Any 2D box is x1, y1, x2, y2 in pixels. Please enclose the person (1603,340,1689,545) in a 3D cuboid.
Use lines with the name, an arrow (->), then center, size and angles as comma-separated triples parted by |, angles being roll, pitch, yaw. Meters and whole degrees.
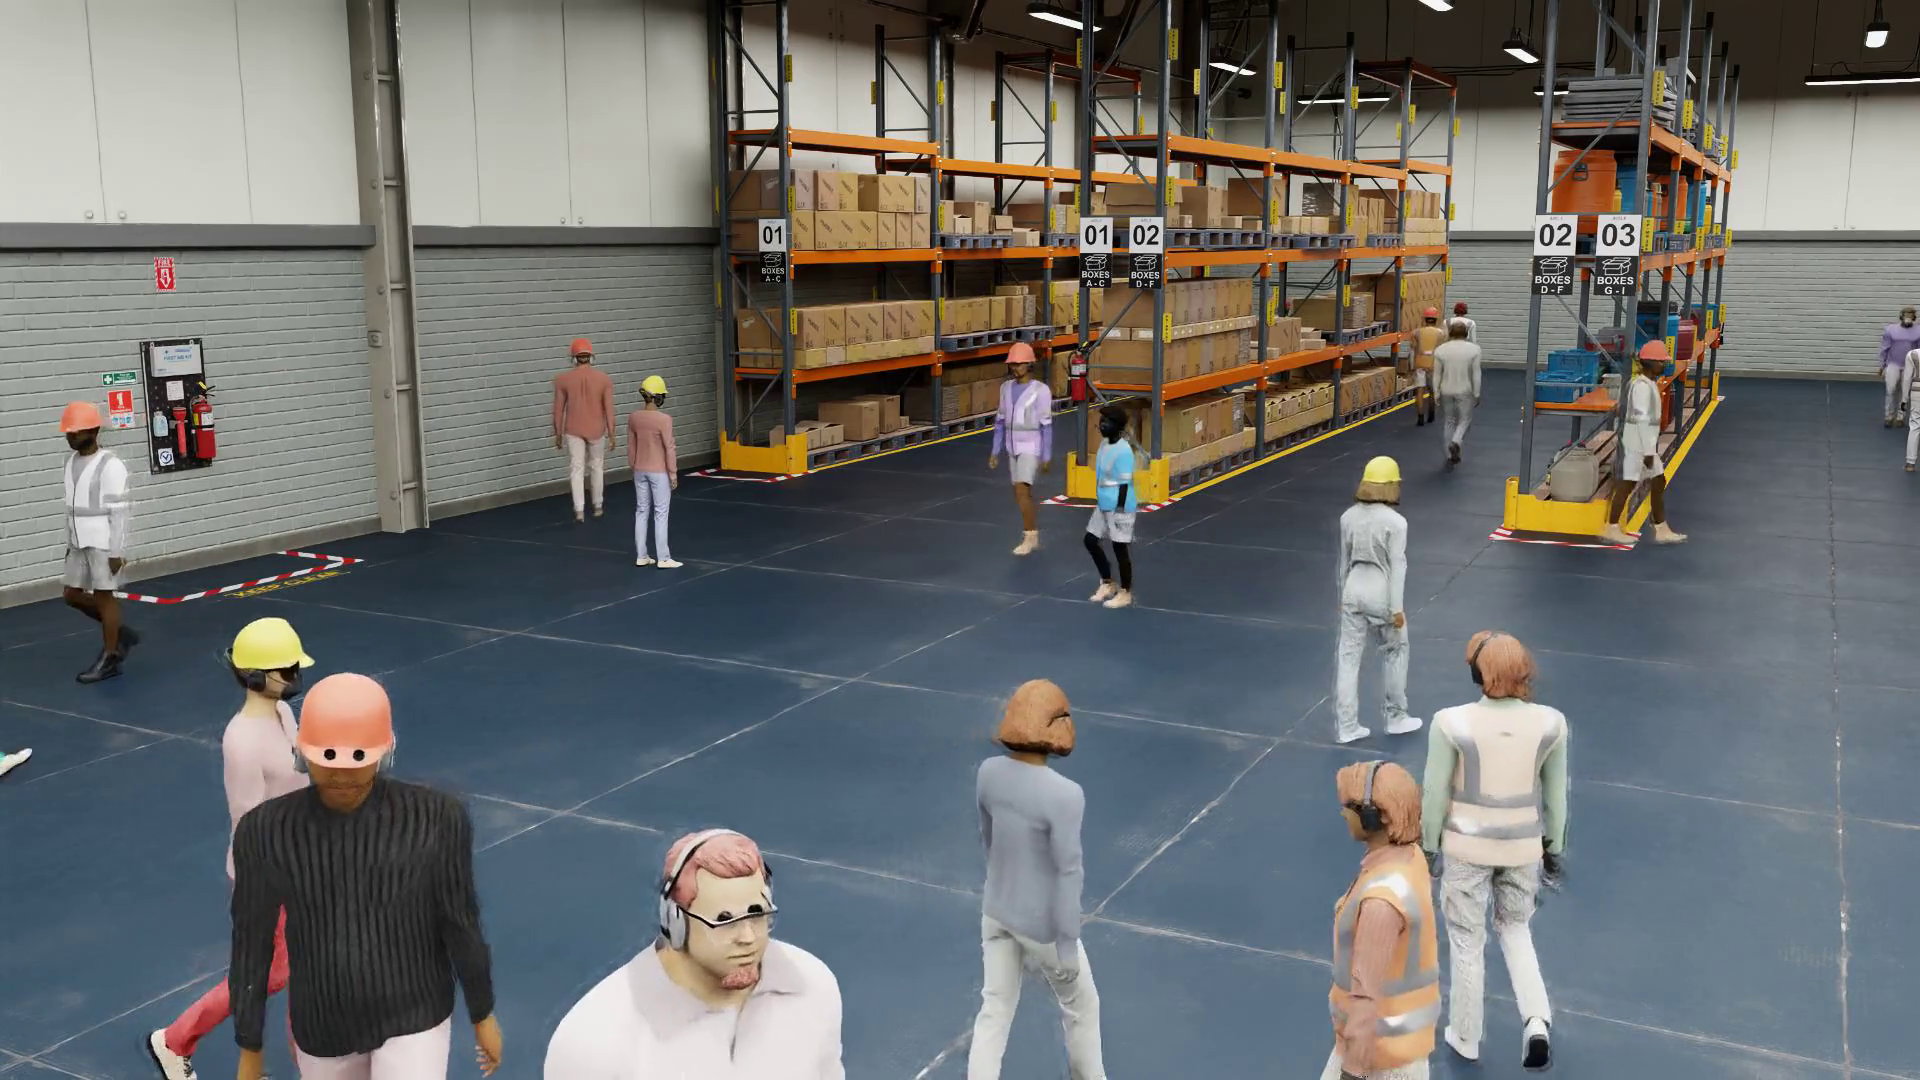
person -> 6.758, -0.920, 16.160 | 0.901, 2.008, 0.643 | 6, 12, 29

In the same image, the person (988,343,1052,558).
person -> 0.555, -0.850, 15.739 | 0.683, 2.023, 0.606 | -9, 14, -41

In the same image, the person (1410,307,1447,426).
person -> 7.527, -2.794, 26.764 | 0.549, 1.887, 0.981 | 3, 11, 16

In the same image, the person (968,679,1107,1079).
person -> 0.312, 1.239, 5.503 | 0.765, 1.598, 0.508 | -9, 13, -39

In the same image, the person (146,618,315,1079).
person -> -2.455, 1.122, 5.790 | 0.667, 1.746, 0.527 | -1, 10, -5

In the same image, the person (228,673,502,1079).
person -> -1.562, 1.292, 4.329 | 0.681, 1.931, 1.004 | -1, 10, -8

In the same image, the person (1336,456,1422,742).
person -> 2.554, 0.346, 10.047 | 0.711, 1.717, 0.507 | -9, 13, -39

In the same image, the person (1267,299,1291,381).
person -> 5.921, -3.503, 30.674 | 0.549, 1.875, 1.043 | 8, 13, 36

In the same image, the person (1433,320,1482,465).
person -> 6.520, -1.927, 21.895 | 0.635, 1.926, 0.553 | 6, 12, 31

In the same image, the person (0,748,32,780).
person -> -5.430, 0.566, 8.876 | 0.548, 1.723, 0.879 | 8, 13, 35

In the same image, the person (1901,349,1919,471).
person -> 12.457, -1.818, 21.425 | 0.573, 1.886, 0.356 | 6, 12, 28

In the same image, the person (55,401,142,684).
person -> -5.893, 0.009, 11.354 | 0.574, 1.926, 0.456 | 5, 12, 26

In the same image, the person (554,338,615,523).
person -> -3.995, -1.171, 17.719 | 0.633, 1.958, 0.925 | -2, 11, -13

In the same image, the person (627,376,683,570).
person -> -2.788, -0.616, 15.199 | 0.533, 1.767, 0.326 | 6, 12, 31

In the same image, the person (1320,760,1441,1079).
person -> 1.243, 1.407, 4.665 | 0.847, 1.599, 0.527 | 3, 11, 17

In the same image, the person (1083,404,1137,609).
person -> 1.213, -0.264, 13.476 | 0.461, 1.679, 0.560 | -3, 11, -17

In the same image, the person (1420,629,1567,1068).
person -> 1.931, 1.141, 5.988 | 0.518, 1.628, 0.436 | -1, 10, -4

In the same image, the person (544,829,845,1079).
person -> -0.500, 1.485, 3.377 | 0.663, 1.895, 0.513 | -7, 13, -35

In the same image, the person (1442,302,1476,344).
person -> 8.902, -3.319, 29.687 | 0.609, 1.850, 0.881 | 4, 11, 22

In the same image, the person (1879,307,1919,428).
person -> 14.837, -2.699, 26.187 | 0.656, 1.900, 0.916 | 6, 12, 29
